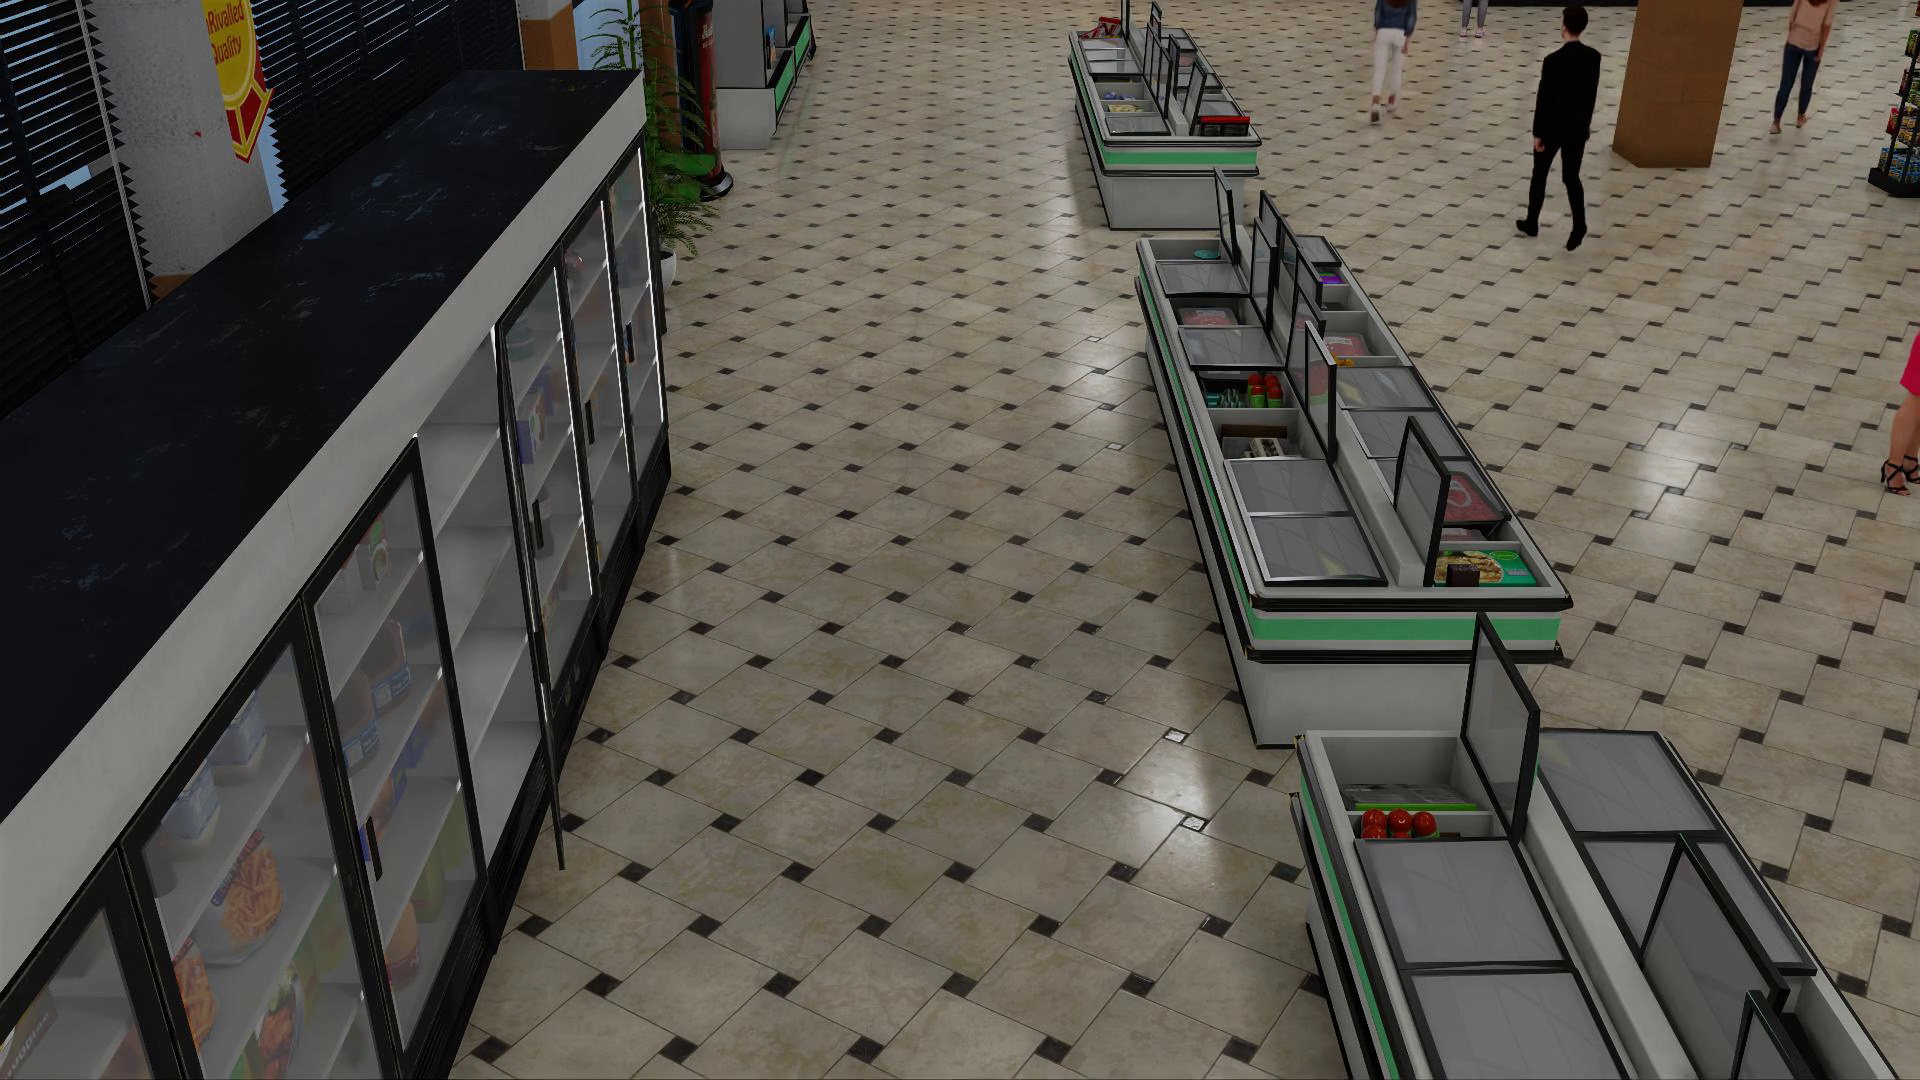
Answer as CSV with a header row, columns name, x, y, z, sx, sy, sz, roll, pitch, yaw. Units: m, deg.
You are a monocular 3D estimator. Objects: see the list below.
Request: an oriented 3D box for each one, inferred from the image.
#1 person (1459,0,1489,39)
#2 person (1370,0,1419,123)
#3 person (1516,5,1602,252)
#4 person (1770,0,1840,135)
name,x,y,z,sx,sy,sz,roll,pitch,yaw
person,6.785,-7.419,21.746,0.625,1.609,0.627,8,28,15
person,4.471,-5.191,17.289,0.838,1.668,1.196,8,28,16
person,4.853,-3.248,13.241,0.749,1.862,1.177,-3,27,-5
person,8.413,-4.911,16.653,1.029,1.744,1.192,18,32,32
